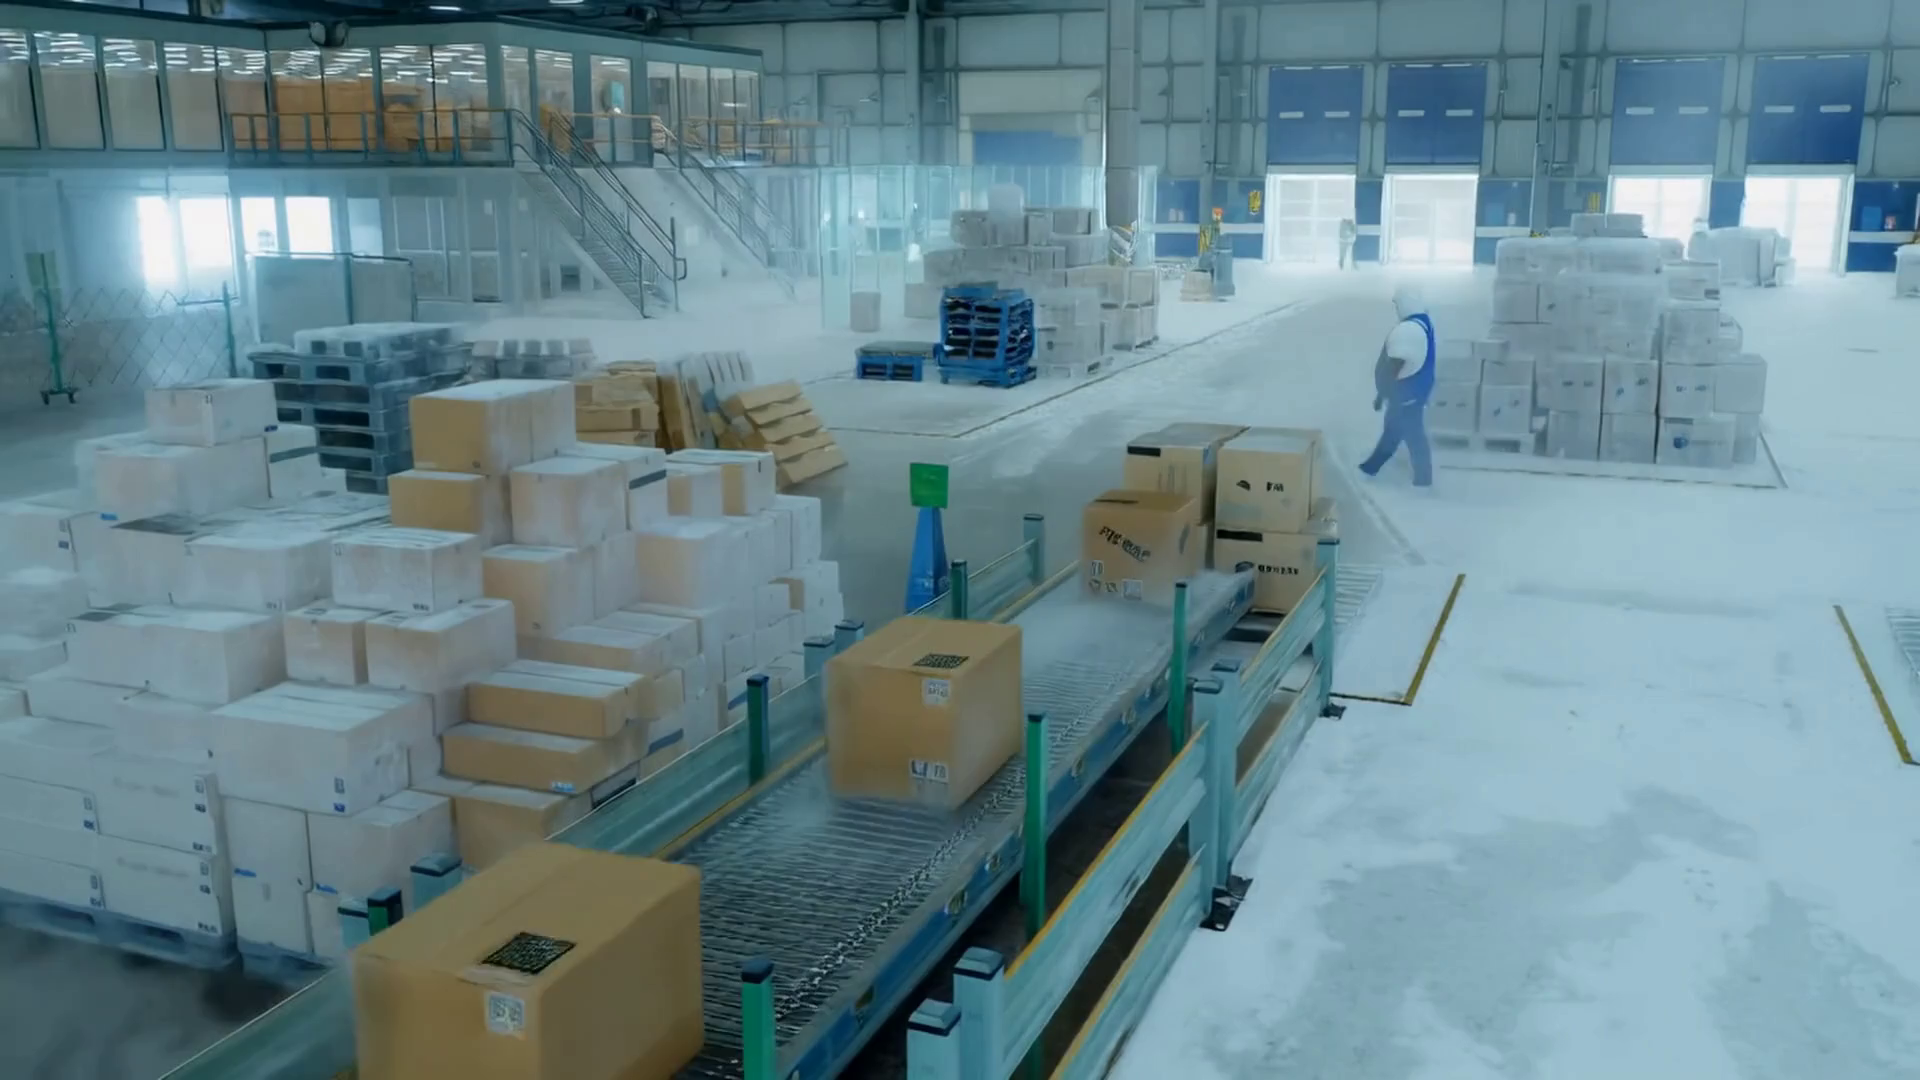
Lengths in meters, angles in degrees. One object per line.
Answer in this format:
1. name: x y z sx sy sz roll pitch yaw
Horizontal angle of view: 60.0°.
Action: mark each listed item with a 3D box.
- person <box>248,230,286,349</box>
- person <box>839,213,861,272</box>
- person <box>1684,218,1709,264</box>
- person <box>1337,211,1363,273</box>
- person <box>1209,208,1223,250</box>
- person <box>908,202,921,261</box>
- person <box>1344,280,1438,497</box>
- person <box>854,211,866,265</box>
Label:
1. person: -11.205 -3.994 26.997 0.374 2.044 0.606 5 13 21
2. person: -3.330 -8.746 49.004 0.870 1.723 0.553 -1 13 -4
3. person: 17.658 -6.718 39.633 0.570 1.869 1.030 -12 17 -42
4. person: 11.433 -8.721 48.756 0.648 1.800 0.926 -6 14 -24
5. person: 6.775 -7.786 44.116 0.377 1.995 0.608 5 13 21
6. person: -1.500 -10.221 55.184 0.366 1.931 0.542 5 13 21
7. person: 4.068 -1.448 15.579 0.988 2.000 0.708 9 15 34
8. person: -3.216 -9.683 53.297 0.319 1.696 0.532 5 13 21
